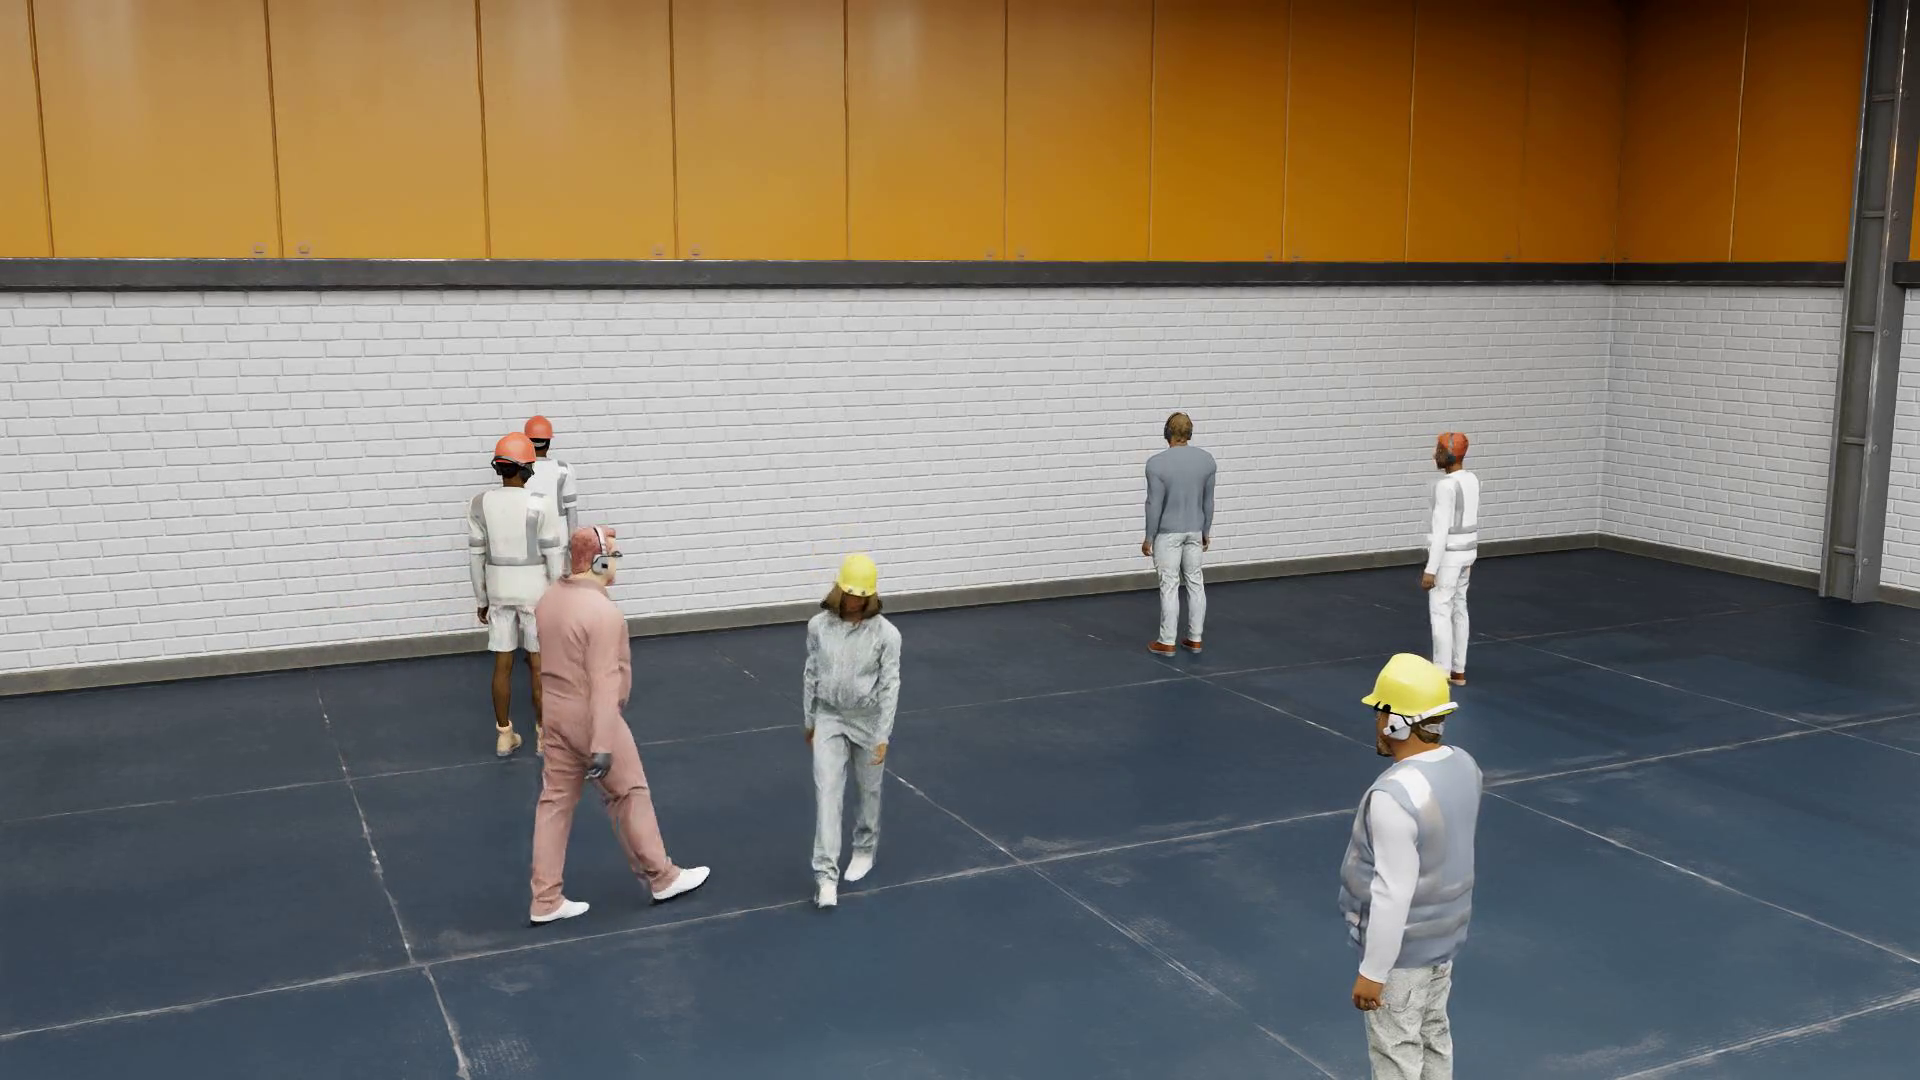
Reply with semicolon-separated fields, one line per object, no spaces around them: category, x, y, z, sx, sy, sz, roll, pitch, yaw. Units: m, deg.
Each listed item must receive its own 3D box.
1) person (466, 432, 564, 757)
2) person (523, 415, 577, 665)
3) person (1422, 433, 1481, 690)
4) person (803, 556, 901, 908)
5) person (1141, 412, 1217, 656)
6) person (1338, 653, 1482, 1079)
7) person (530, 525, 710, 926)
person;-2.755;0.346;10.417;0.604;2.044;0.375;1;9;8
person;-3.231;0.006;12.853;0.547;1.938;0.379;-3;10;-17
person;3.565;0.158;12.108;0.362;1.878;0.611;8;12;42
person;-0.532;0.902;8.024;0.506;1.688;0.839;1;9;9
person;1.724;-0.047;13.173;0.627;1.941;0.370;-4;10;-24
person;1.424;1.267;5.349;0.404;1.830;0.603;7;12;38
person;-1.662;0.851;7.860;0.645;1.861;0.948;9;13;44
